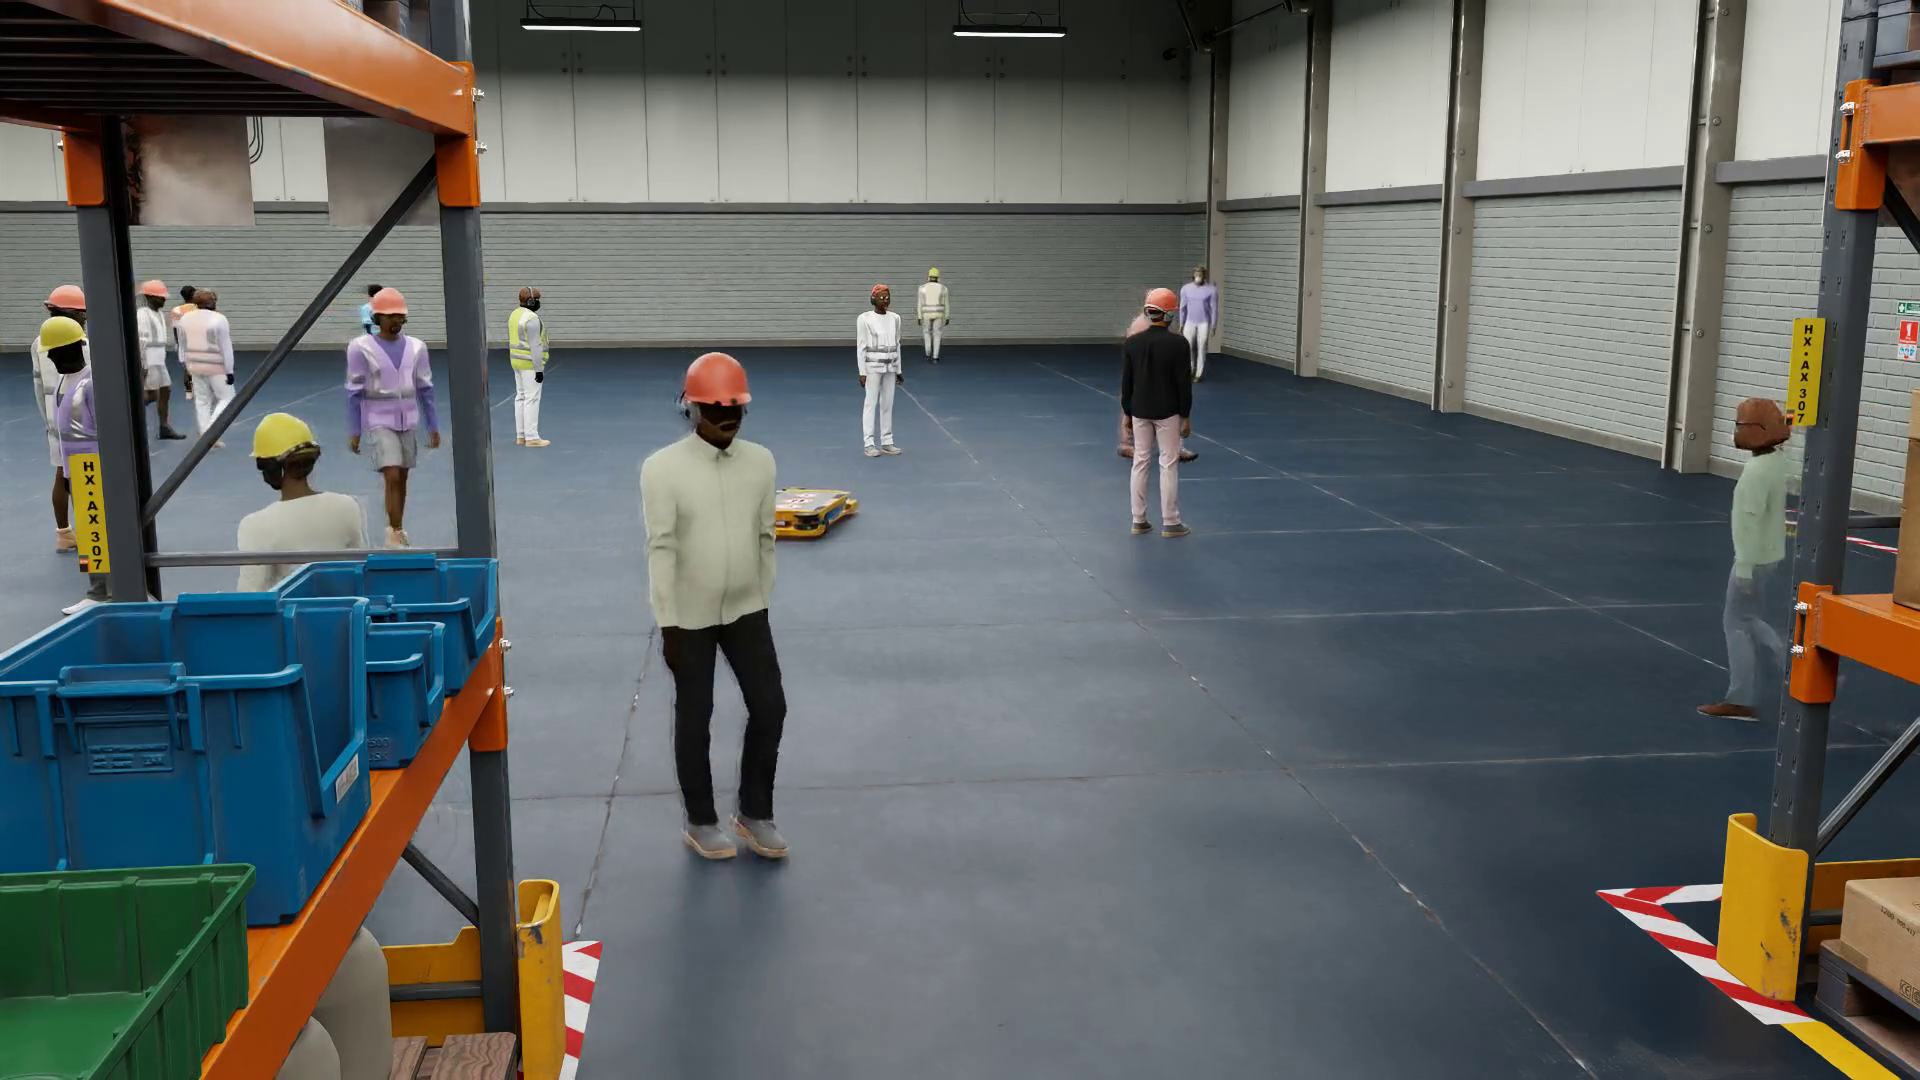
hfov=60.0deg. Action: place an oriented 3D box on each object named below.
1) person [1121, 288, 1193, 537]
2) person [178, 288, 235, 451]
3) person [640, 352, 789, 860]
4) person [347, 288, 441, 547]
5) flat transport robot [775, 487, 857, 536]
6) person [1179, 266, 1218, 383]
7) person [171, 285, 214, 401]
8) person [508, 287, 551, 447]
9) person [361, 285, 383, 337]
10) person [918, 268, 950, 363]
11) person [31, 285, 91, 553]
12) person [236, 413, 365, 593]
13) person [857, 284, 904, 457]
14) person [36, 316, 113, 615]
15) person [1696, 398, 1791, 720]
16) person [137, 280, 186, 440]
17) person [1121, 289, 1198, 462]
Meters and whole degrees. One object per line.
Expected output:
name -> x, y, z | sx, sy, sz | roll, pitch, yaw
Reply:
person -> 1.597, -1.025, 13.418 | 0.613, 1.995, 0.390 | 7, 13, 35
person -> -8.433, -1.901, 18.676 | 0.653, 1.828, 0.456 | 2, 11, 13
person -> -0.904, 0.278, 6.325 | 0.621, 1.969, 0.601 | -7, 13, -34
person -> -4.132, -0.841, 12.331 | 0.824, 2.018, 0.637 | 10, 14, 43
flat transport robot -> -1.340, -0.245, 13.868 | 0.652, 0.197, 1.431 | 2, 10, 10
person -> 3.918, -3.544, 27.408 | 0.654, 1.926, 0.515 | 3, 11, 16
person -> -11.298, -2.896, 24.502 | 0.530, 1.692, 0.322 | -4, 11, -19
person -> -4.944, -1.987, 19.147 | 0.430, 1.836, 0.628 | -8, 13, -36
person -> -8.914, -3.087, 25.605 | 0.753, 1.668, 0.538 | 6, 12, 29
person -> -0.498, -4.328, 32.035 | 0.614, 1.803, 0.747 | 0, 10, 3
person -> -6.714, -0.905, 12.634 | 0.612, 2.039, 0.392 | 5, 12, 26
person -> -2.471, 0.396, 6.284 | 0.394, 1.751, 0.544 | 6, 12, 30
person -> -0.874, -1.865, 18.327 | 0.584, 1.882, 0.348 | -9, 13, -39
person -> -5.496, -0.440, 10.428 | 0.592, 1.913, 0.393 | 9, 14, 41
person -> 3.972, 0.107, 8.225 | 0.425, 1.617, 0.522 | 8, 13, 37
person -> -9.578, -2.108, 19.587 | 0.656, 1.909, 0.580 | -1, 10, -4
person -> 2.100, -1.760, 17.840 | 0.668, 1.848, 1.012 | -9, 14, -40
